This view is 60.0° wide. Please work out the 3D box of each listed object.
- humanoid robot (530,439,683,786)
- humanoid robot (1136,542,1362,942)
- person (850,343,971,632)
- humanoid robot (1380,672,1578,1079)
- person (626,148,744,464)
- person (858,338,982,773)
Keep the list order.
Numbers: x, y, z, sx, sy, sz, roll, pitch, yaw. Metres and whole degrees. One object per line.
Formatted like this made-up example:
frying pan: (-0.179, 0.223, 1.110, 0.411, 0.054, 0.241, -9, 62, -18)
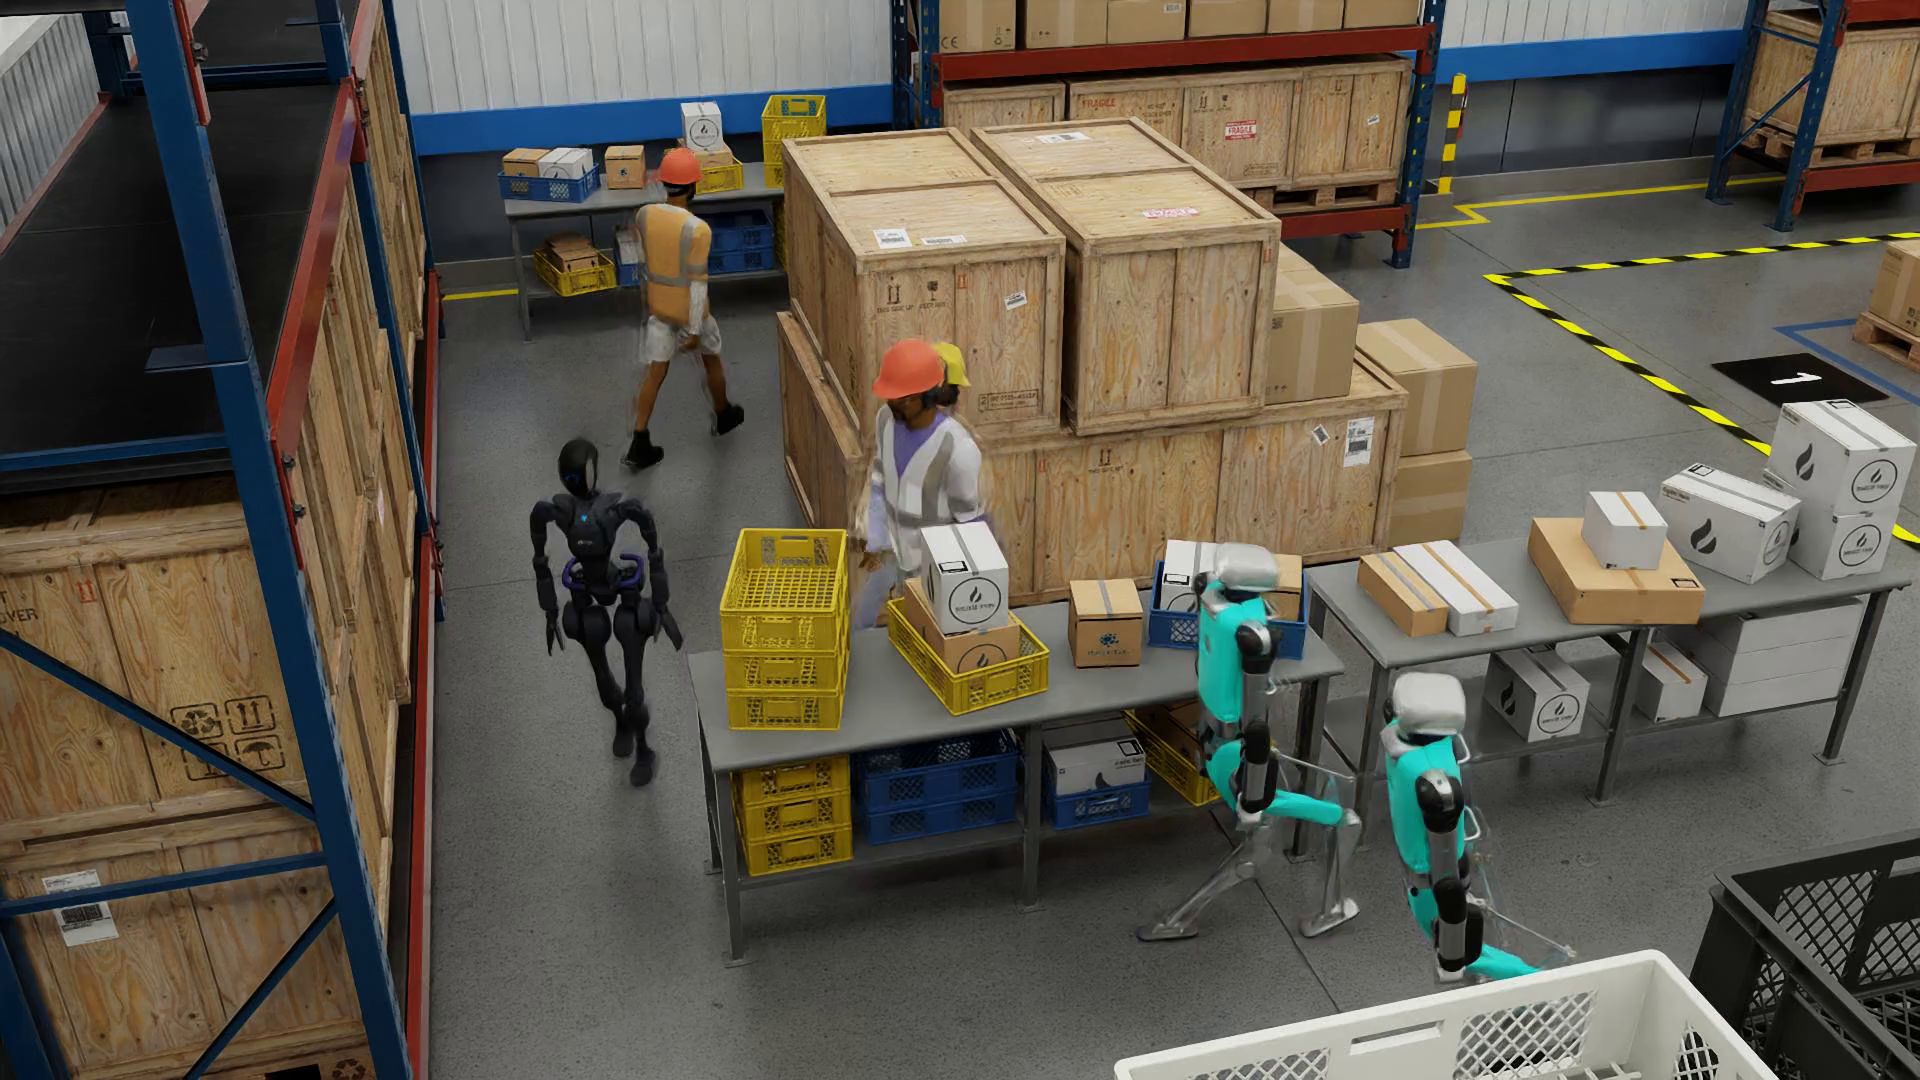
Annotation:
humanoid robot: (-1.501, 0.274, 7.170, 0.598, 1.634, 0.497, -1, 29, -2)
humanoid robot: (1.210, 0.801, 6.202, 1.033, 1.782, 0.542, -7, 30, -12)
person: (-0.222, -0.107, 7.809, 0.758, 1.703, 0.544, 6, 29, 11)
humanoid robot: (1.705, 1.248, 5.440, 0.822, 1.863, 0.542, -1, 29, -1)
person: (-1.703, -1.394, 9.977, 0.541, 1.893, 1.000, 13, 31, 22)
person: (-0.109, 0.011, 7.301, 0.979, 1.998, 0.606, -22, 36, -34)
